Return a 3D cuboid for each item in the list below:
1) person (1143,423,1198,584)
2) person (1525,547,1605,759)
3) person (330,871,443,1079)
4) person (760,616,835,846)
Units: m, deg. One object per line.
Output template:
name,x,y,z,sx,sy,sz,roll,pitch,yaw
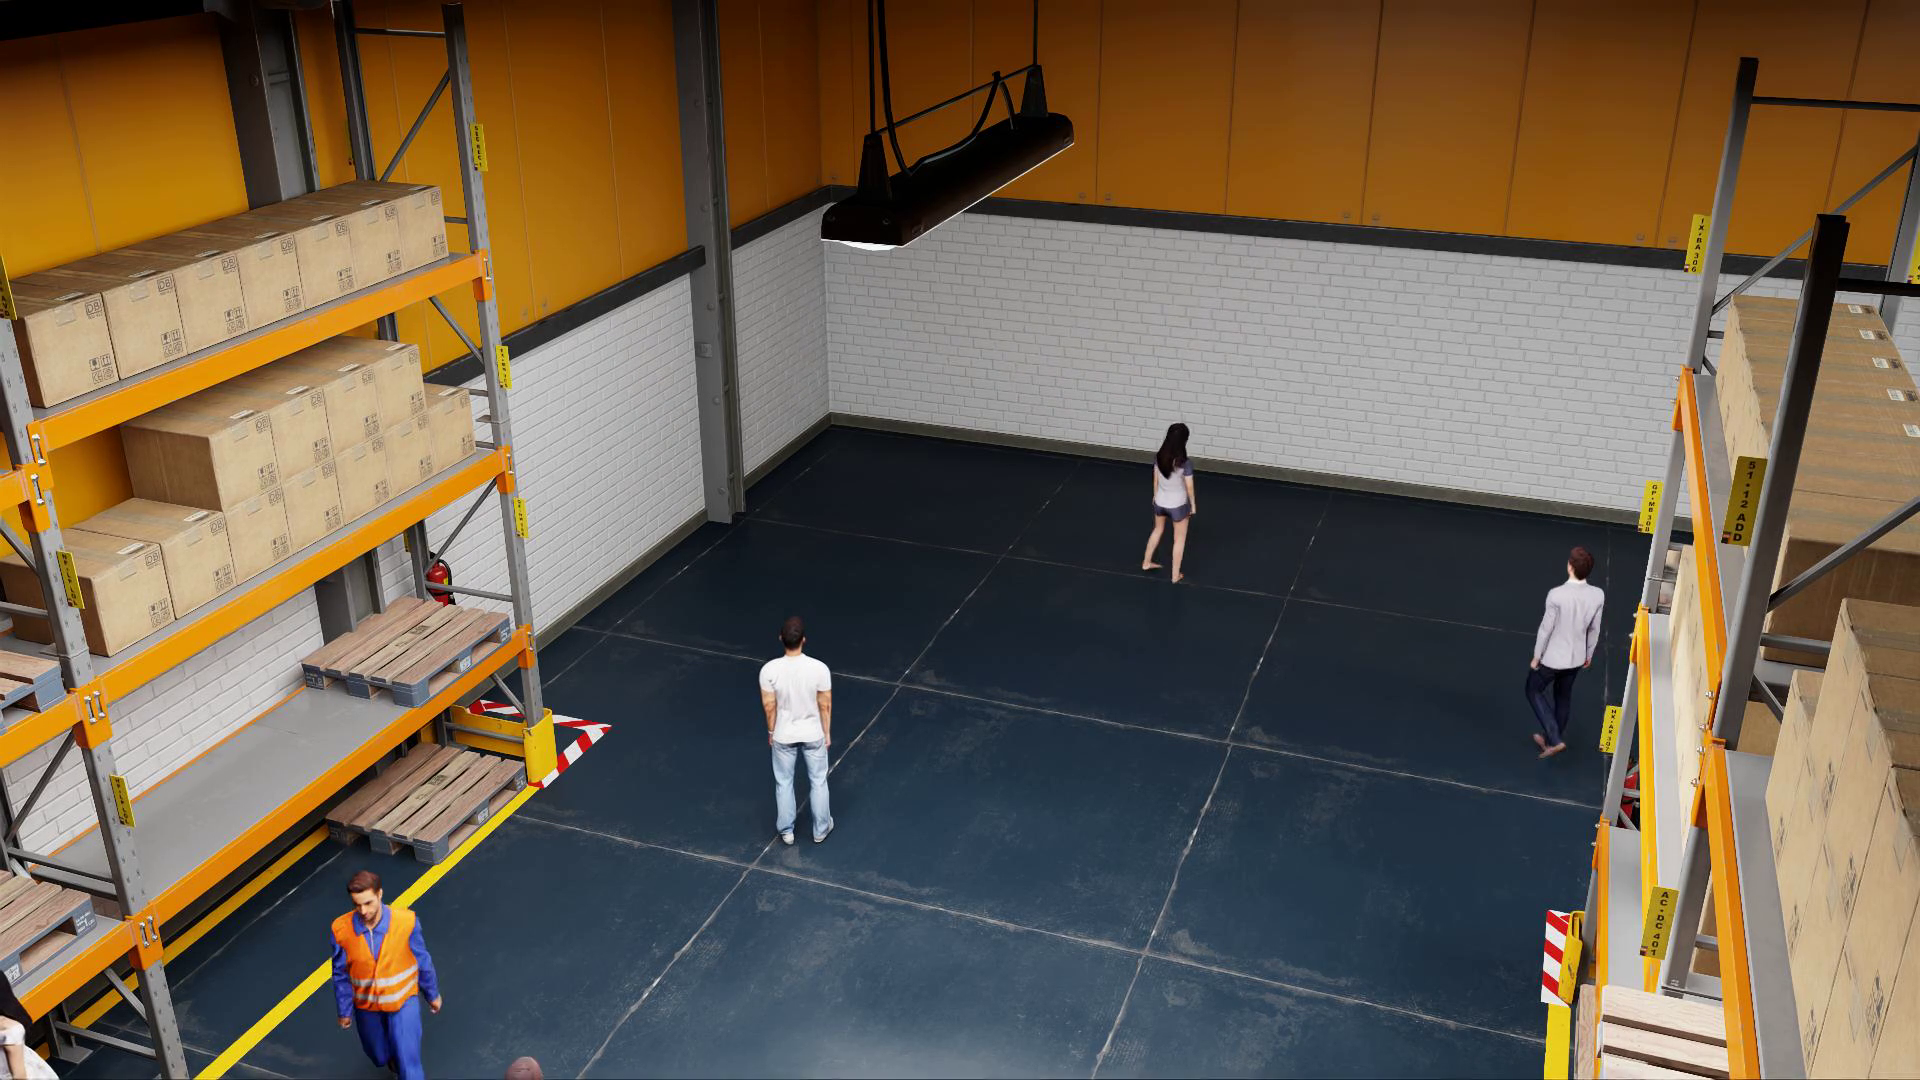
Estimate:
person,2.121,-0.359,16.623,0.770,1.696,0.734,15,28,31
person,4.892,0.966,13.413,0.902,1.839,0.972,-4,24,-10
person,-3.322,2.626,9.624,1.110,1.833,1.245,-7,25,-16
person,-1.198,1.416,12.351,0.751,1.867,0.715,-1,24,-3
